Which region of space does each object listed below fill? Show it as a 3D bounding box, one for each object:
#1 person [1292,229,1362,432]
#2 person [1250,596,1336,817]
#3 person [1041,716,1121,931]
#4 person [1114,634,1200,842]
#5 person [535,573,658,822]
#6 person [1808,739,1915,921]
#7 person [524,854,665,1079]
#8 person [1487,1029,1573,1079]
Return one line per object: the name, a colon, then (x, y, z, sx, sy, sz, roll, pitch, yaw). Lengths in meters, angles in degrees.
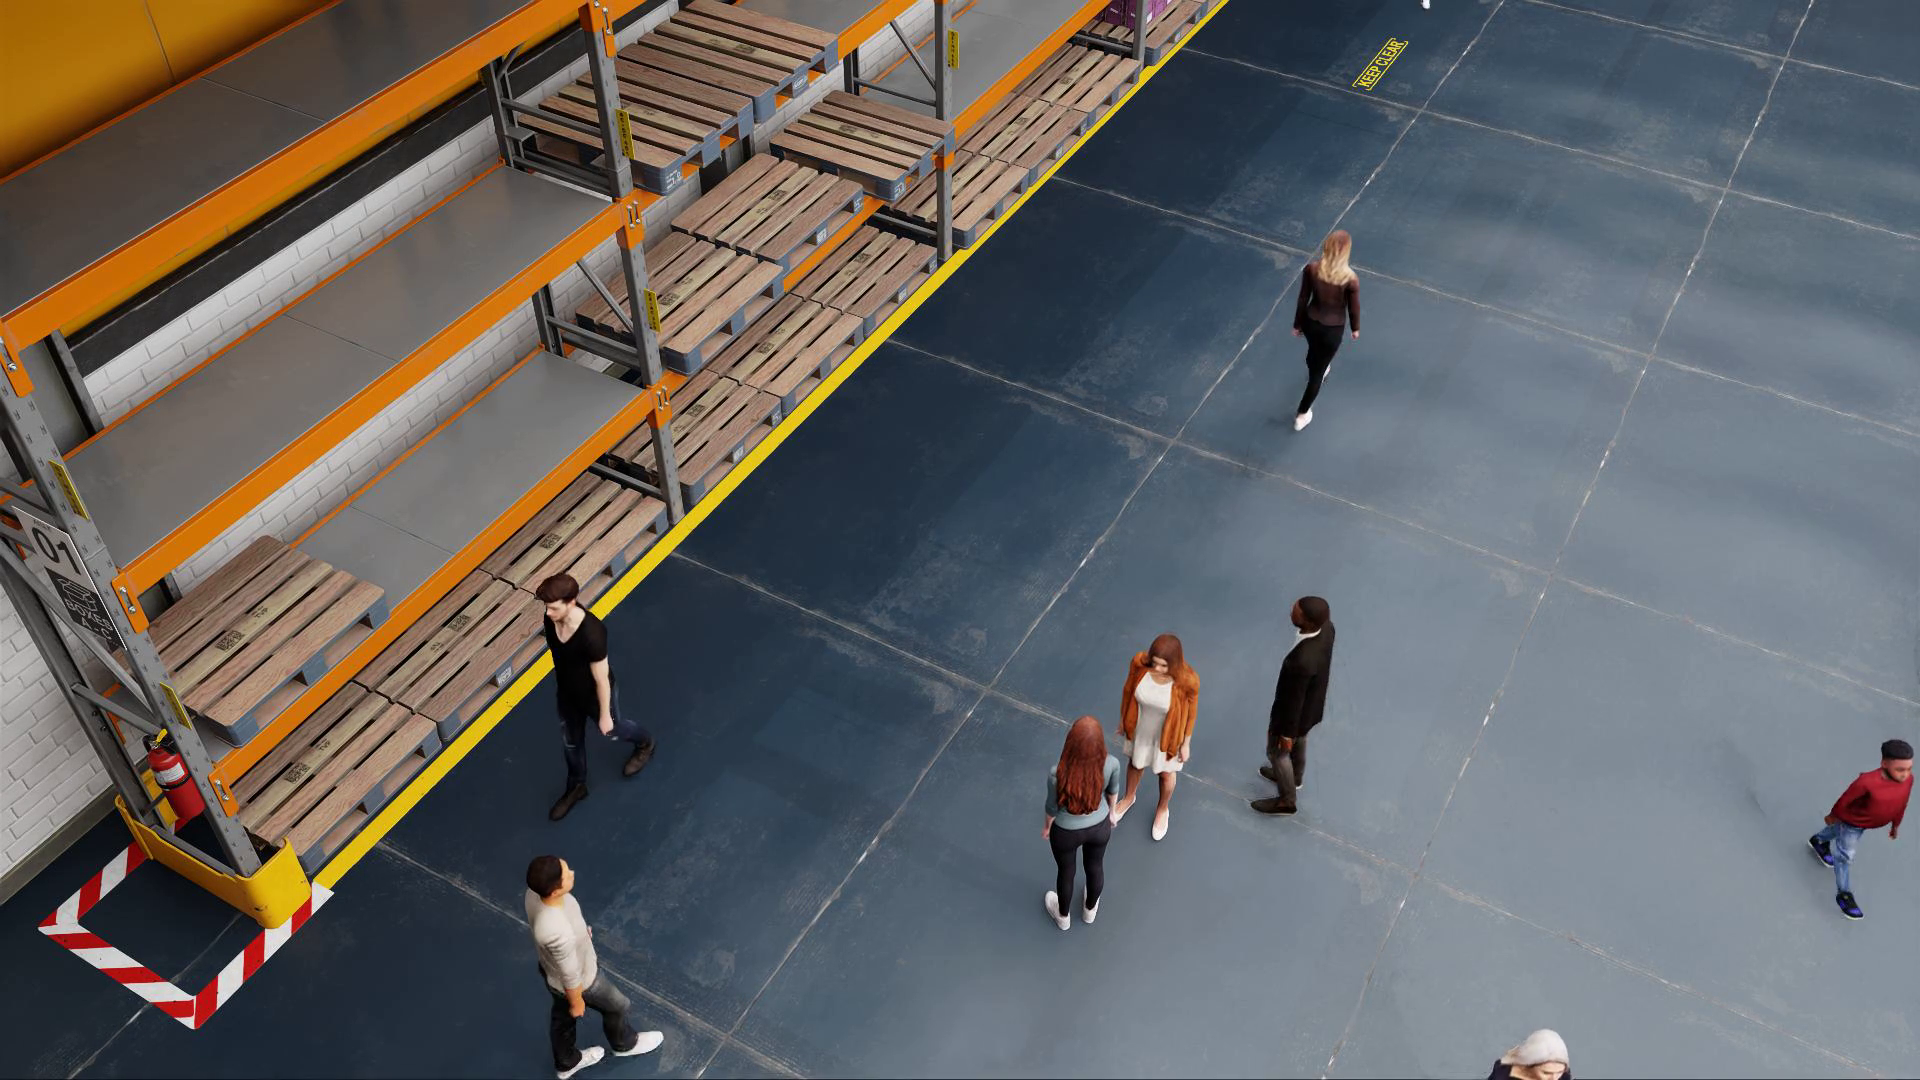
person: (2.745, -1.560, 12.735, 0.690, 1.669, 1.035, 28, 50, 26)
person: (2.036, 0.998, 9.957, 0.807, 1.799, 0.526, 21, 47, 21)
person: (0.675, 1.606, 9.358, 0.677, 1.743, 0.725, -7, 44, -7)
person: (1.165, 1.119, 9.892, 0.619, 1.713, 0.562, 20, 47, 20)
person: (-2.176, 0.859, 10.052, 0.764, 1.868, 1.088, 28, 50, 26)
person: (5.268, 1.562, 9.784, 0.843, 1.220, 0.920, -8, 44, -9)
person: (-2.106, 2.264, 8.626, 0.975, 1.801, 0.880, -22, 48, -22)
person: (2.611, 2.823, 8.101, 0.987, 1.717, 1.145, -4, 44, -4)
